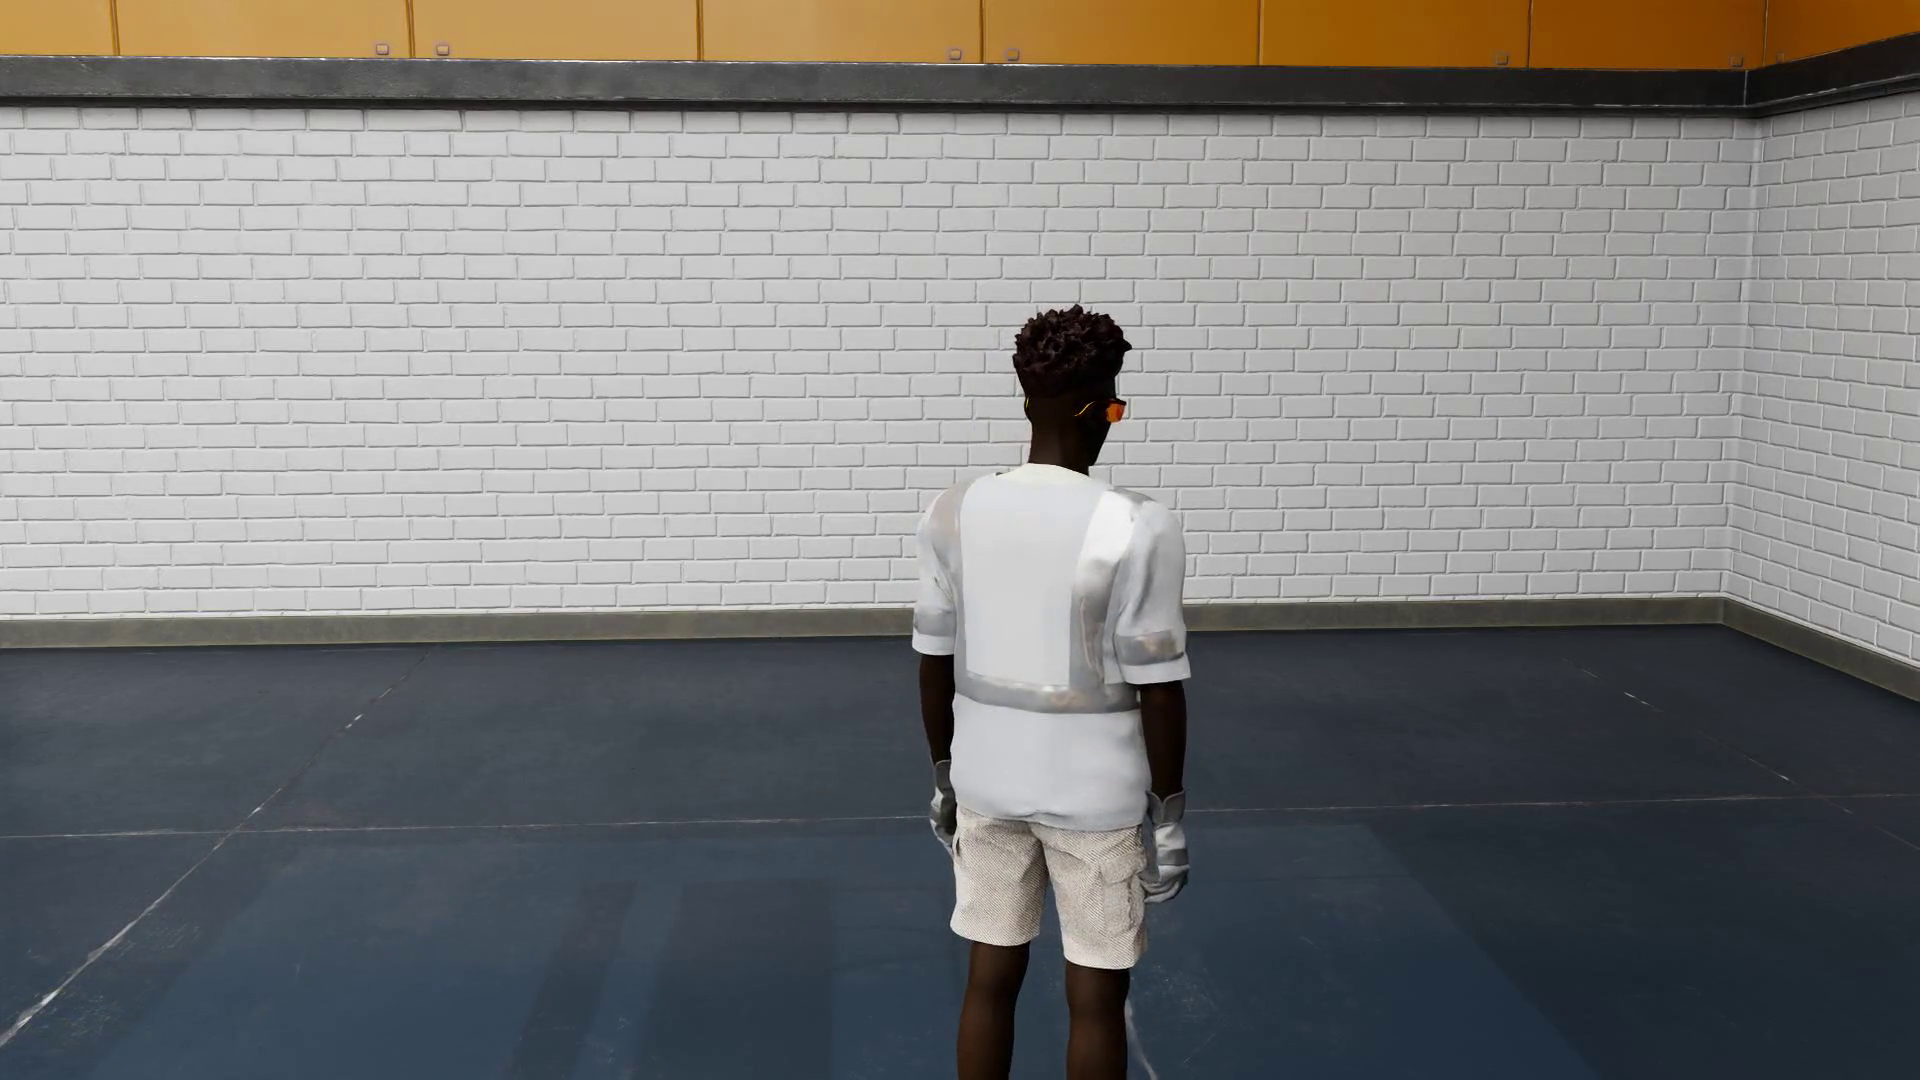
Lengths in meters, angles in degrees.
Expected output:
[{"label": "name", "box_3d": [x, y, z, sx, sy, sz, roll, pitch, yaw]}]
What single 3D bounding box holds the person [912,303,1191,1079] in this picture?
[{"label": "person", "box_3d": [0.195, 0.505, 3.418, 0.611, 1.964, 0.364, 6, 11, 32]}]
